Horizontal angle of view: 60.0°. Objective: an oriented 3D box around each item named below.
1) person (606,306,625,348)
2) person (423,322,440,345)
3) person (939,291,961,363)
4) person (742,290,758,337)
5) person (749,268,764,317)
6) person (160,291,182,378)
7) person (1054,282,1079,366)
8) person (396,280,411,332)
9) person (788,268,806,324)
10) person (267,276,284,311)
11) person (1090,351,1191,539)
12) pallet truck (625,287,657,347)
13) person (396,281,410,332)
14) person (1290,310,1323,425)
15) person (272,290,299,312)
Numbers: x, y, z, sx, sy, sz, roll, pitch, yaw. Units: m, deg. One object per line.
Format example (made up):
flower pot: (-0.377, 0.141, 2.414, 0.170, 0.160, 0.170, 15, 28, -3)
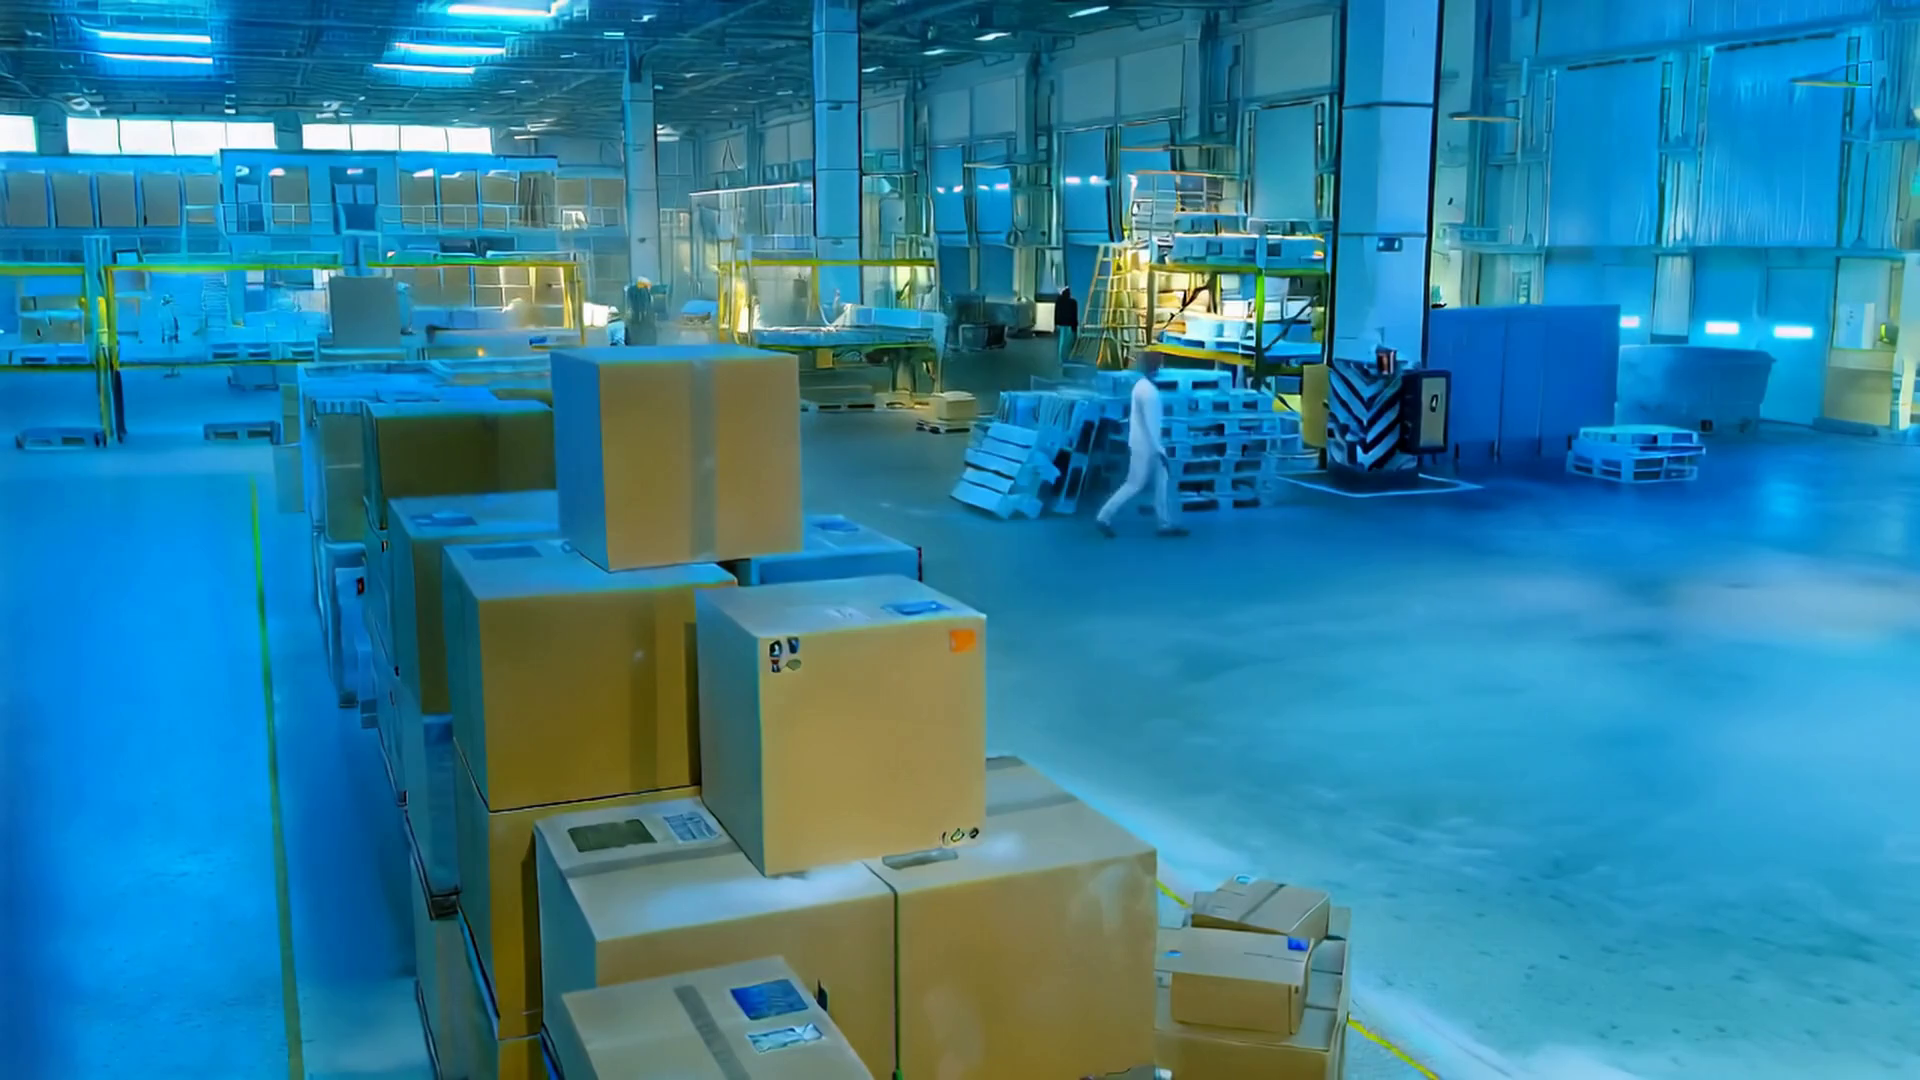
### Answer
person: (-6.447, -3.496, 31.097, 0.325, 1.740, 0.492, 4, 11, 23)
person: (-7.327, -2.128, 23.302, 0.535, 1.834, 0.538, 4, 11, 20)
person: (-0.263, -5.187, 40.458, 0.532, 1.725, 0.883, -5, 11, -26)
person: (-5.552, -5.732, 43.608, 0.521, 1.671, 0.761, -2, 11, -12)
person: (-7.951, -9.540, 64.045, 1.023, 1.881, 0.558, 7, 12, 34)
person: (-17.005, -4.409, 35.758, 0.518, 1.876, 0.326, 4, 11, 23)
person: (2.518, -5.099, 39.276, 0.608, 1.987, 0.402, -3, 11, -18)
person: (-15.824, -6.452, 47.168, 0.530, 1.828, 0.644, 4, 11, 19)
person: (-5.613, -8.482, 57.938, 0.620, 1.976, 0.796, 9, 14, 41)
person: (-19.805, -6.732, 48.465, 0.750, 1.900, 0.622, 5, 11, 24)
person: (1.793, -0.936, 16.574, 0.974, 1.904, 0.630, 1, 10, 5)
pallet truck: (-6.464, -4.406, 35.401, 0.823, 1.965, 1.885, 6, 12, 32)
person: (-14.580, -5.759, 43.158, 0.974, 1.904, 0.630, 7, 12, 33)
person: (5.629, -2.757, 26.723, 0.585, 1.847, 0.783, -5, 11, -25)
person: (-15.711, -4.928, 38.818, 0.617, 1.808, 0.853, -9, 14, -41)
